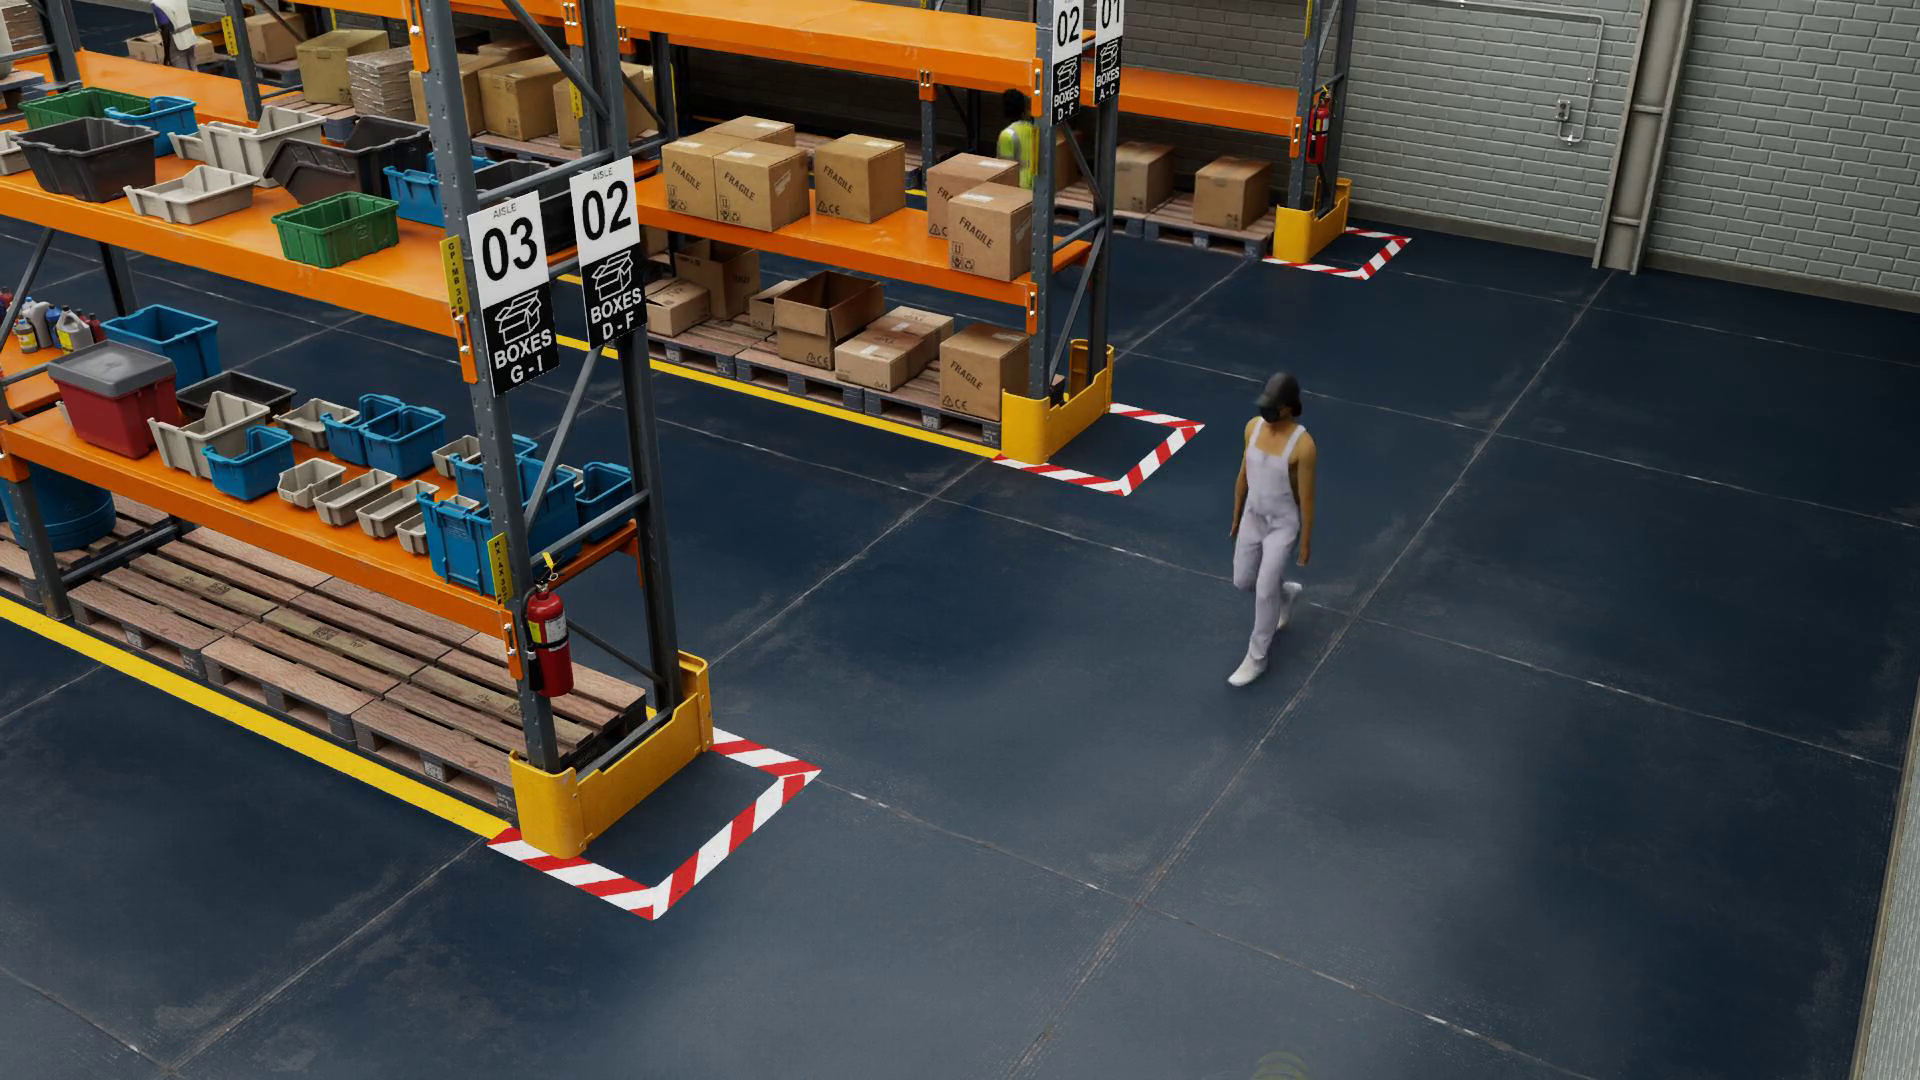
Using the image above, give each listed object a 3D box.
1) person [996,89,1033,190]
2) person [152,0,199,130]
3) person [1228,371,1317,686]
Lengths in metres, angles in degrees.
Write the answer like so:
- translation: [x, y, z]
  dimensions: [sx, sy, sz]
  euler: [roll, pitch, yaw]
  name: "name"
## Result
- translation: [0.435, -3.200, 14.925]
  dimensions: [0.628, 1.671, 0.550]
  euler: [16, 33, 26]
  name: "person"
- translation: [-8.996, -5.655, 19.167]
  dimensions: [0.393, 1.839, 0.563]
  euler: [4, 29, 7]
  name: "person"
- translation: [1.764, -0.124, 9.214]
  dimensions: [0.680, 1.811, 0.523]
  euler: [-24, 37, -36]
  name: "person"
